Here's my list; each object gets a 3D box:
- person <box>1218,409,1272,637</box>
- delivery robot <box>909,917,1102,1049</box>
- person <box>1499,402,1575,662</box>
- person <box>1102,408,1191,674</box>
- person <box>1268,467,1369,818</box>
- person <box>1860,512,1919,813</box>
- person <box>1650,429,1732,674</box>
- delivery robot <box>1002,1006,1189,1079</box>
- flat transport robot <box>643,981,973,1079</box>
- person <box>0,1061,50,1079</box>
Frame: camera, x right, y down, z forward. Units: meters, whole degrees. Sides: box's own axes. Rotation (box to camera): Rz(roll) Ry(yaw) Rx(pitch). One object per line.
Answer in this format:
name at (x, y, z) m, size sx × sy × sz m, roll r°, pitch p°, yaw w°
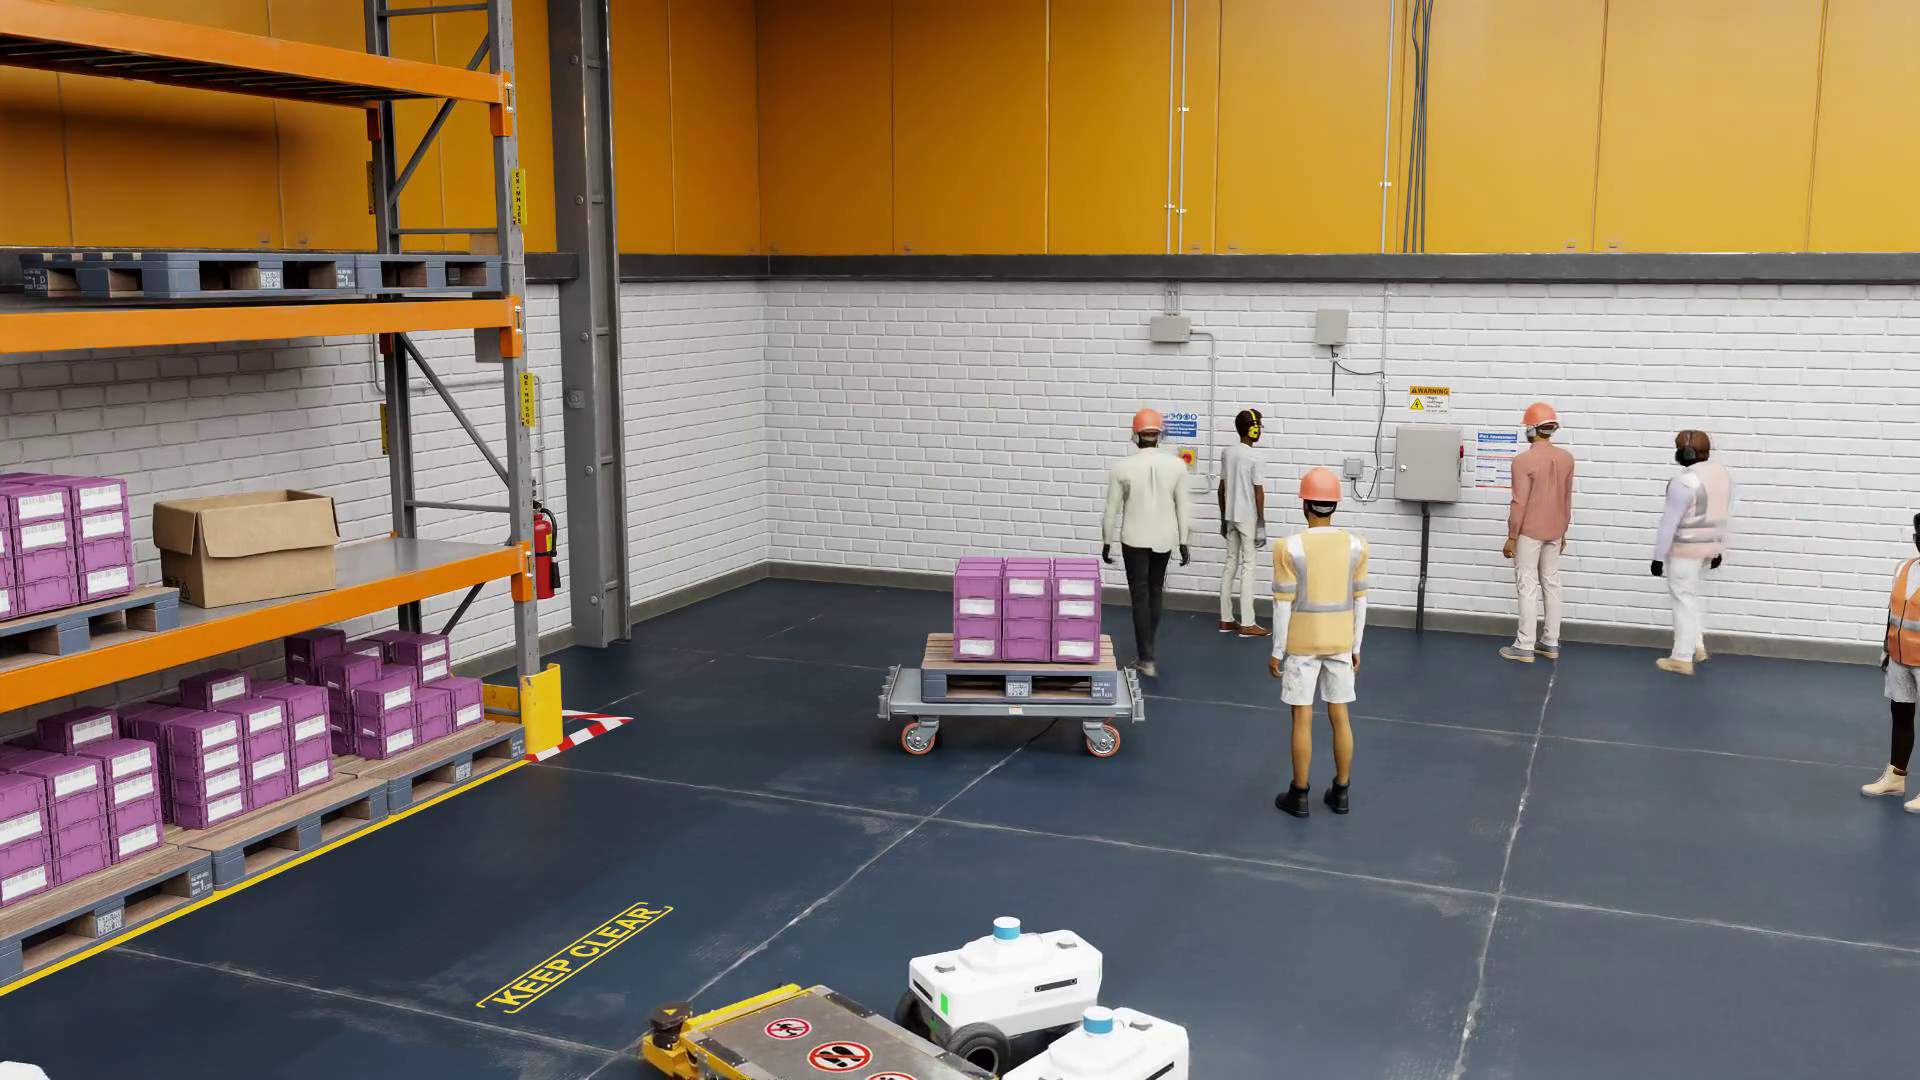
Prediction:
person at (2.332, -0.144, 13.675) m, size 0.330 × 1.872 × 0.512 m, roll -6°, pitch 11°, yaw -33°
delivery robot at (0.179, 1.678, 6.322) m, size 0.707 × 0.478 × 0.477 m, roll -4°, pitch 10°, yaw -25°
person at (4.427, -0.062, 12.796) m, size 0.622 × 1.992 × 0.395 m, roll -5°, pitch 11°, yaw -27°
person at (1.365, -0.018, 12.613) m, size 0.647 × 1.960 × 0.905 m, roll -2°, pitch 10°, yaw -12°
person at (1.960, 0.565, 9.170) m, size 0.546 × 1.939 × 0.375 m, roll -1°, pitch 9°, yaw -8°
person at (5.364, 0.664, 9.289) m, size 0.318 × 1.700 × 0.535 m, roll -2°, pitch 10°, yaw -14°
person at (5.400, 0.089, 12.365) m, size 0.661 × 1.831 × 0.474 m, roll -6°, pitch 11°, yaw -34°
delivery robot at (0.460, 1.804, 5.558) m, size 0.477 × 0.478 × 0.707 m, roll 8°, pitch 12°, yaw 39°
flat transport robot at (-0.489, 1.922, 5.987) m, size 0.652 × 0.197 × 1.431 m, roll -8°, pitch 12°, yaw -41°
person at (-1.919, 1.592, 3.001) m, size 0.631 × 1.917 × 0.731 m, roll -7°, pitch 12°, yaw -36°
